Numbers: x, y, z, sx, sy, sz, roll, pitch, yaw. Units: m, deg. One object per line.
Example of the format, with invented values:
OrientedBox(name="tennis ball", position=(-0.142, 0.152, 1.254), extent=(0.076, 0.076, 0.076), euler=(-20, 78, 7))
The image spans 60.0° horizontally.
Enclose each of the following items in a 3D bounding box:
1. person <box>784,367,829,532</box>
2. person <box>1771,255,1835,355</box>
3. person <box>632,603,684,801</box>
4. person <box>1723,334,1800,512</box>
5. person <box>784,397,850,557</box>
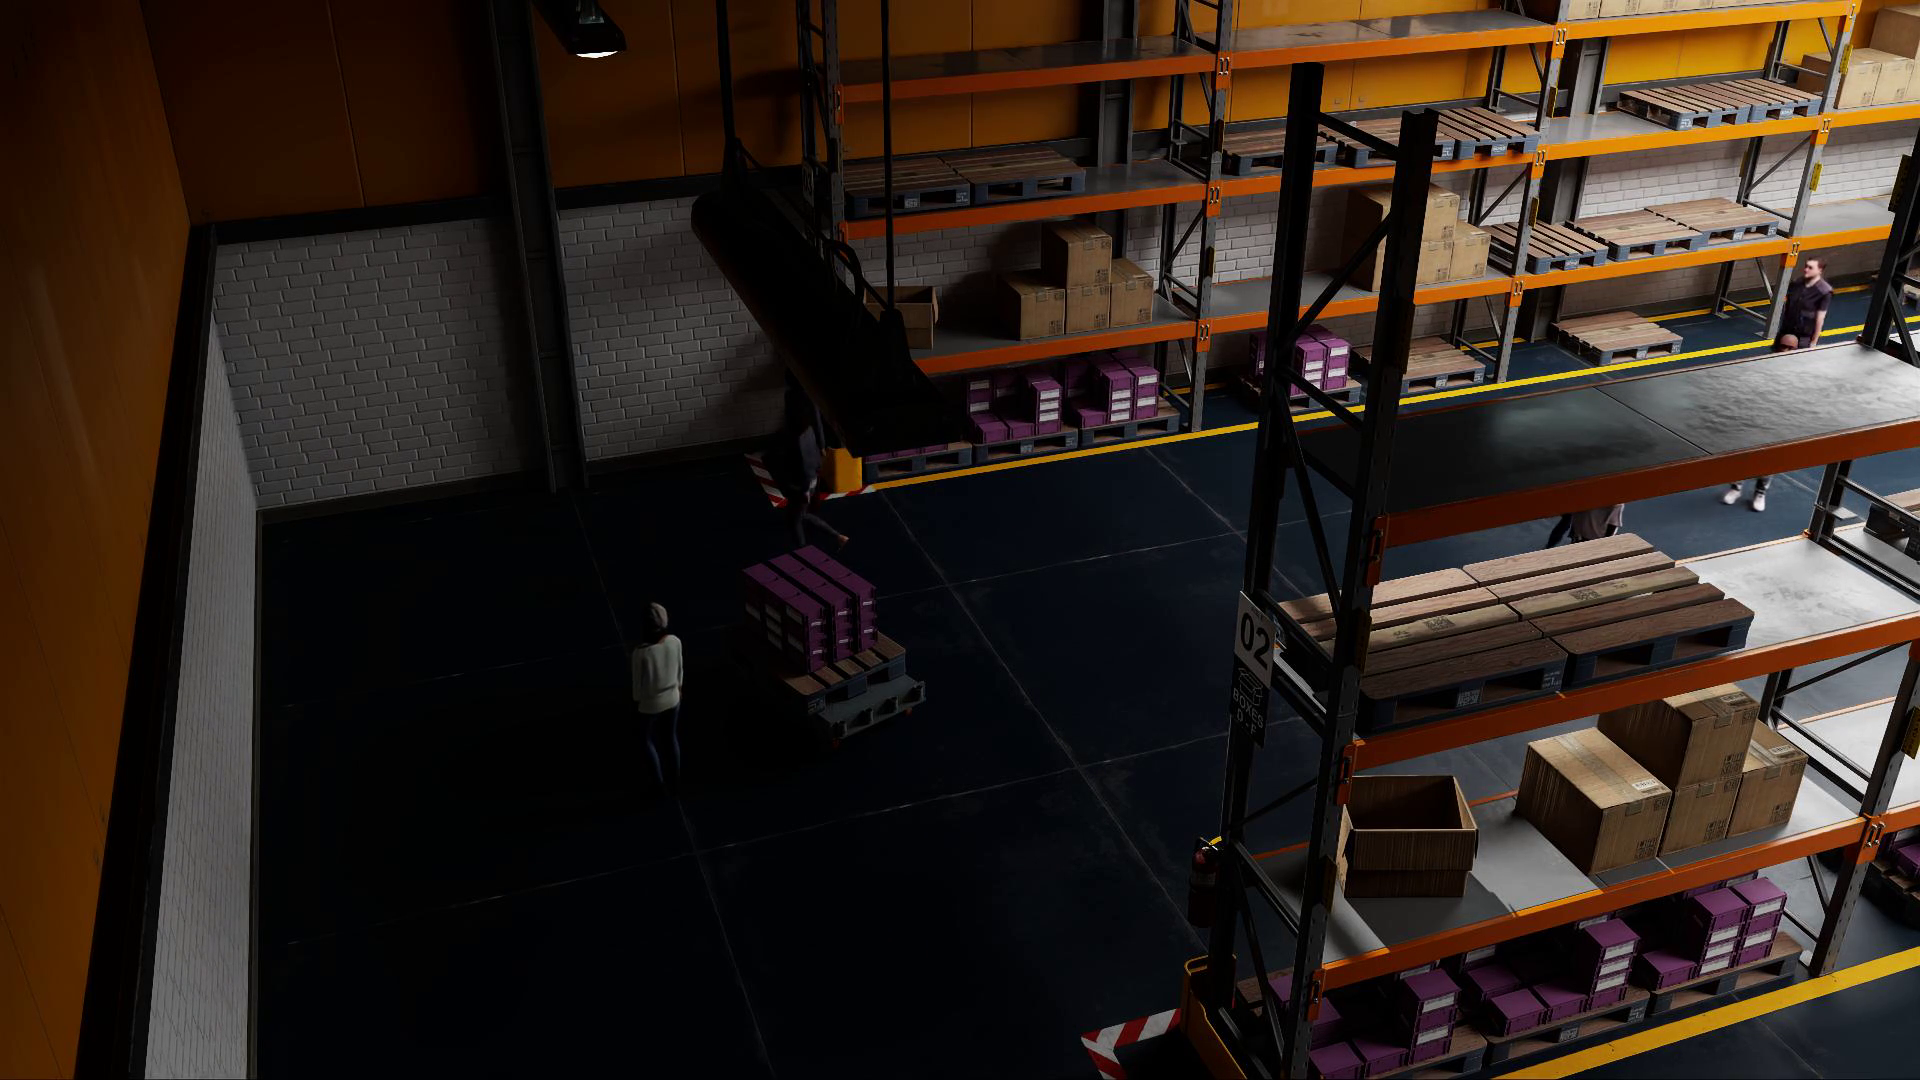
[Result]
OrientedBox(name="person", position=(-1.500, -0.914, 16.035), extent=(0.660, 1.710, 0.682), euler=(19, 34, 31))
OrientedBox(name="person", position=(9.345, -2.273, 18.395), extent=(0.780, 1.836, 0.750), euler=(-13, 31, -22))
OrientedBox(name="person", position=(-2.219, 1.196, 12.237), extent=(0.604, 1.643, 0.737), euler=(-22, 35, -34))
OrientedBox(name="person", position=(7.978, -1.194, 16.432), extent=(0.755, 1.820, 0.784), euler=(17, 33, 29))
OrientedBox(name="person", position=(-1.366, -0.507, 15.242), extent=(0.973, 1.755, 0.790), euler=(-1, 29, -2))
